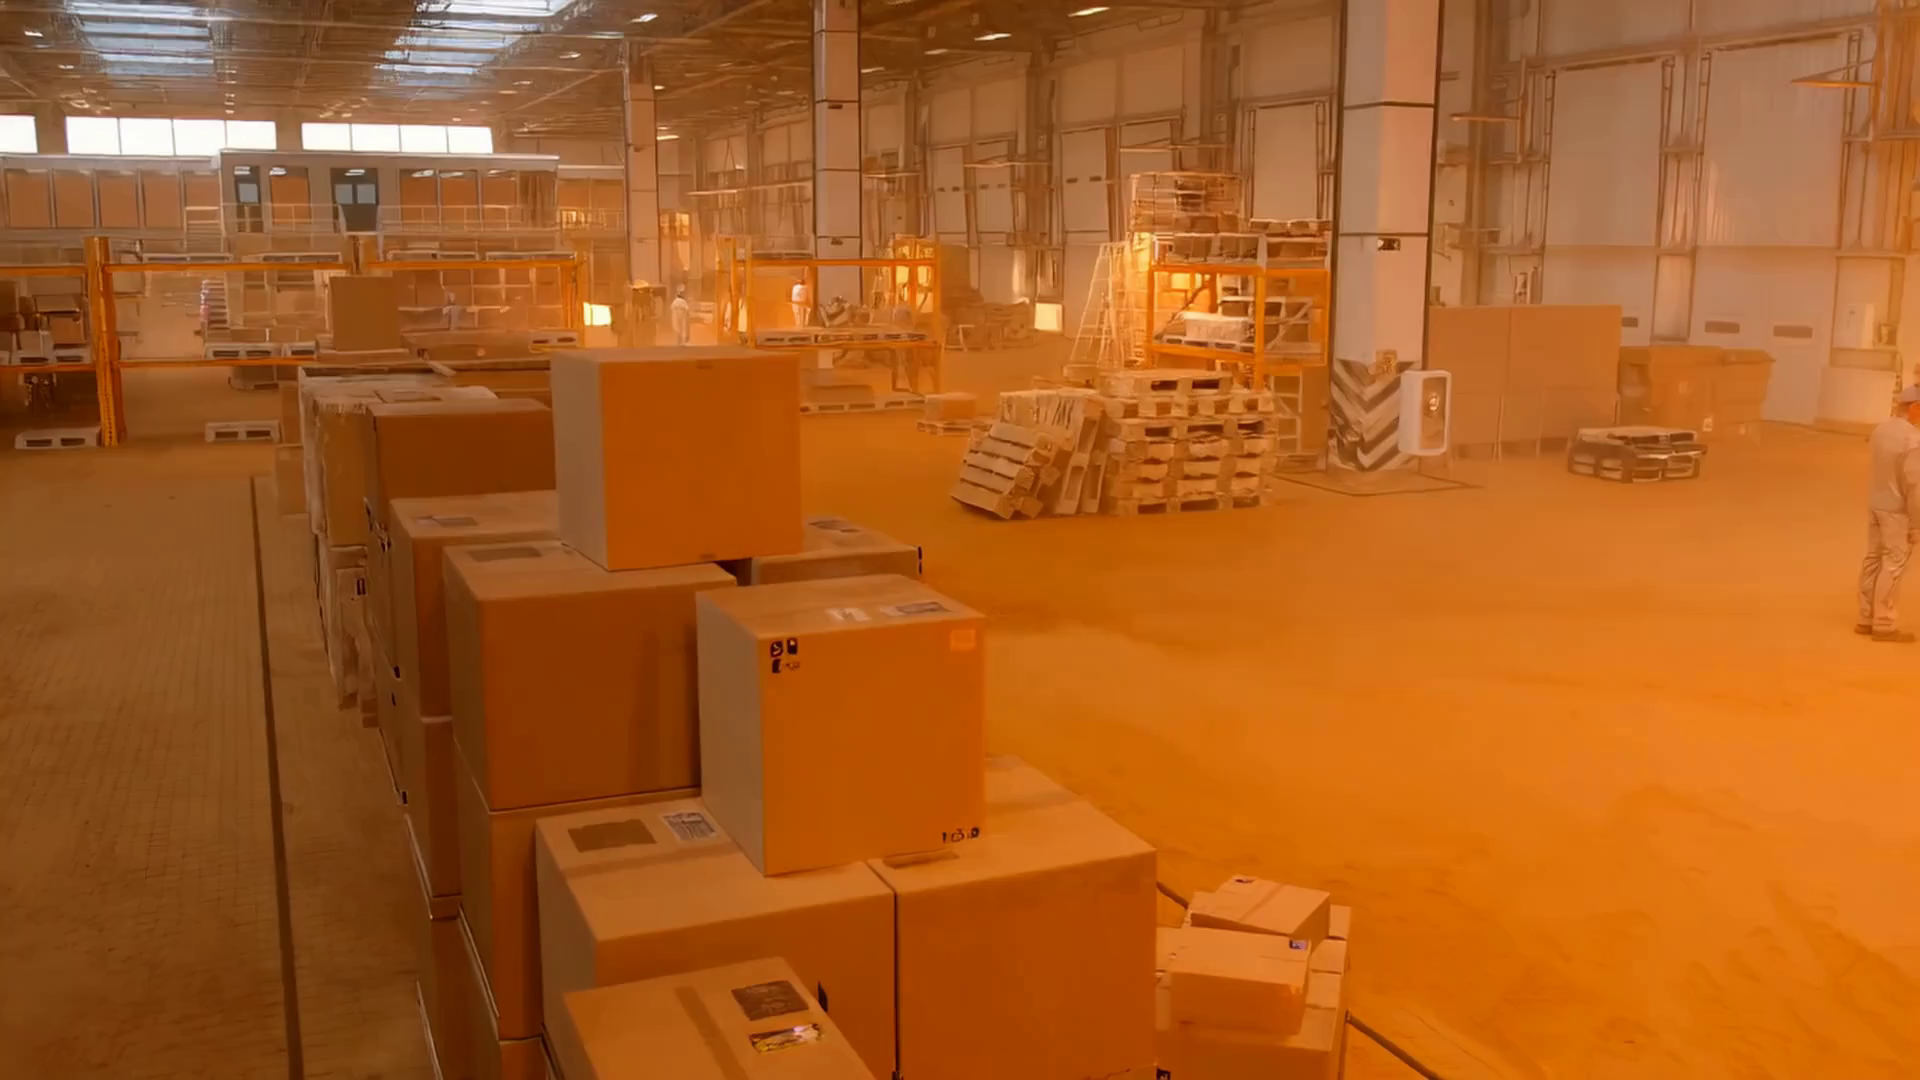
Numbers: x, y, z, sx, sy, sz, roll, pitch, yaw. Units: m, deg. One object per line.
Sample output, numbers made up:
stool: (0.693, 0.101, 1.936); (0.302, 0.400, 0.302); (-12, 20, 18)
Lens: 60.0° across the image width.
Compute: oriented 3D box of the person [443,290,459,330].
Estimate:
person: (-11.127, -4.522, 36.397); (0.330, 1.872, 0.512); (-2, 10, -11)

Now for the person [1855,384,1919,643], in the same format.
person: (6.961, -0.194, 12.386); (0.377, 1.931, 0.636); (0, 10, 0)

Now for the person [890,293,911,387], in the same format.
person: (-1.150, -4.022, 33.518); (0.584, 1.913, 0.415); (5, 12, 27)

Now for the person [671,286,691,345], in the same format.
person: (-6.217, -4.709, 37.250); (0.379, 1.936, 0.629); (4, 11, 20)

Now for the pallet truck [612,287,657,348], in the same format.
pallet truck: (-6.464, -4.406, 35.401); (0.823, 1.965, 1.885); (6, 12, 32)

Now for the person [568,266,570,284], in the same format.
person: (-16.821, -10.965, 71.869); (0.338, 1.881, 0.583); (-7, 13, -36)

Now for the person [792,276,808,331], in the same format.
person: (-4.962, -7.186, 51.168); (0.430, 1.840, 0.625); (-10, 14, -44)

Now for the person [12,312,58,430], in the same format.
person: (-14.139, -2.542, 25.447); (0.574, 1.882, 0.358); (-2, 10, -9)

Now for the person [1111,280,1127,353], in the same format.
person: (4.190, -5.860, 43.646); (0.612, 1.913, 0.537); (-7, 13, -35)

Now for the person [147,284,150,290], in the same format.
person: (-24.627, -7.017, 50.609); (0.859, 1.709, 0.493); (3, 11, 15)

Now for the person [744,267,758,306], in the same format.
person: (-9.241, -11.295, 73.533); (0.602, 1.939, 0.401); (3, 11, 18)

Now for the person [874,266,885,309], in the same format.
person: (-2.984, -9.264, 62.182); (0.393, 1.995, 0.612); (5, 12, 28)

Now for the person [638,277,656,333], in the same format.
person: (-9.617, -7.118, 50.858); (0.633, 1.819, 0.741); (-3, 11, -17)

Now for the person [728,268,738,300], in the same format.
person: (-8.514, -9.231, 62.219); (0.408, 1.922, 0.544); (2, 10, 9)
